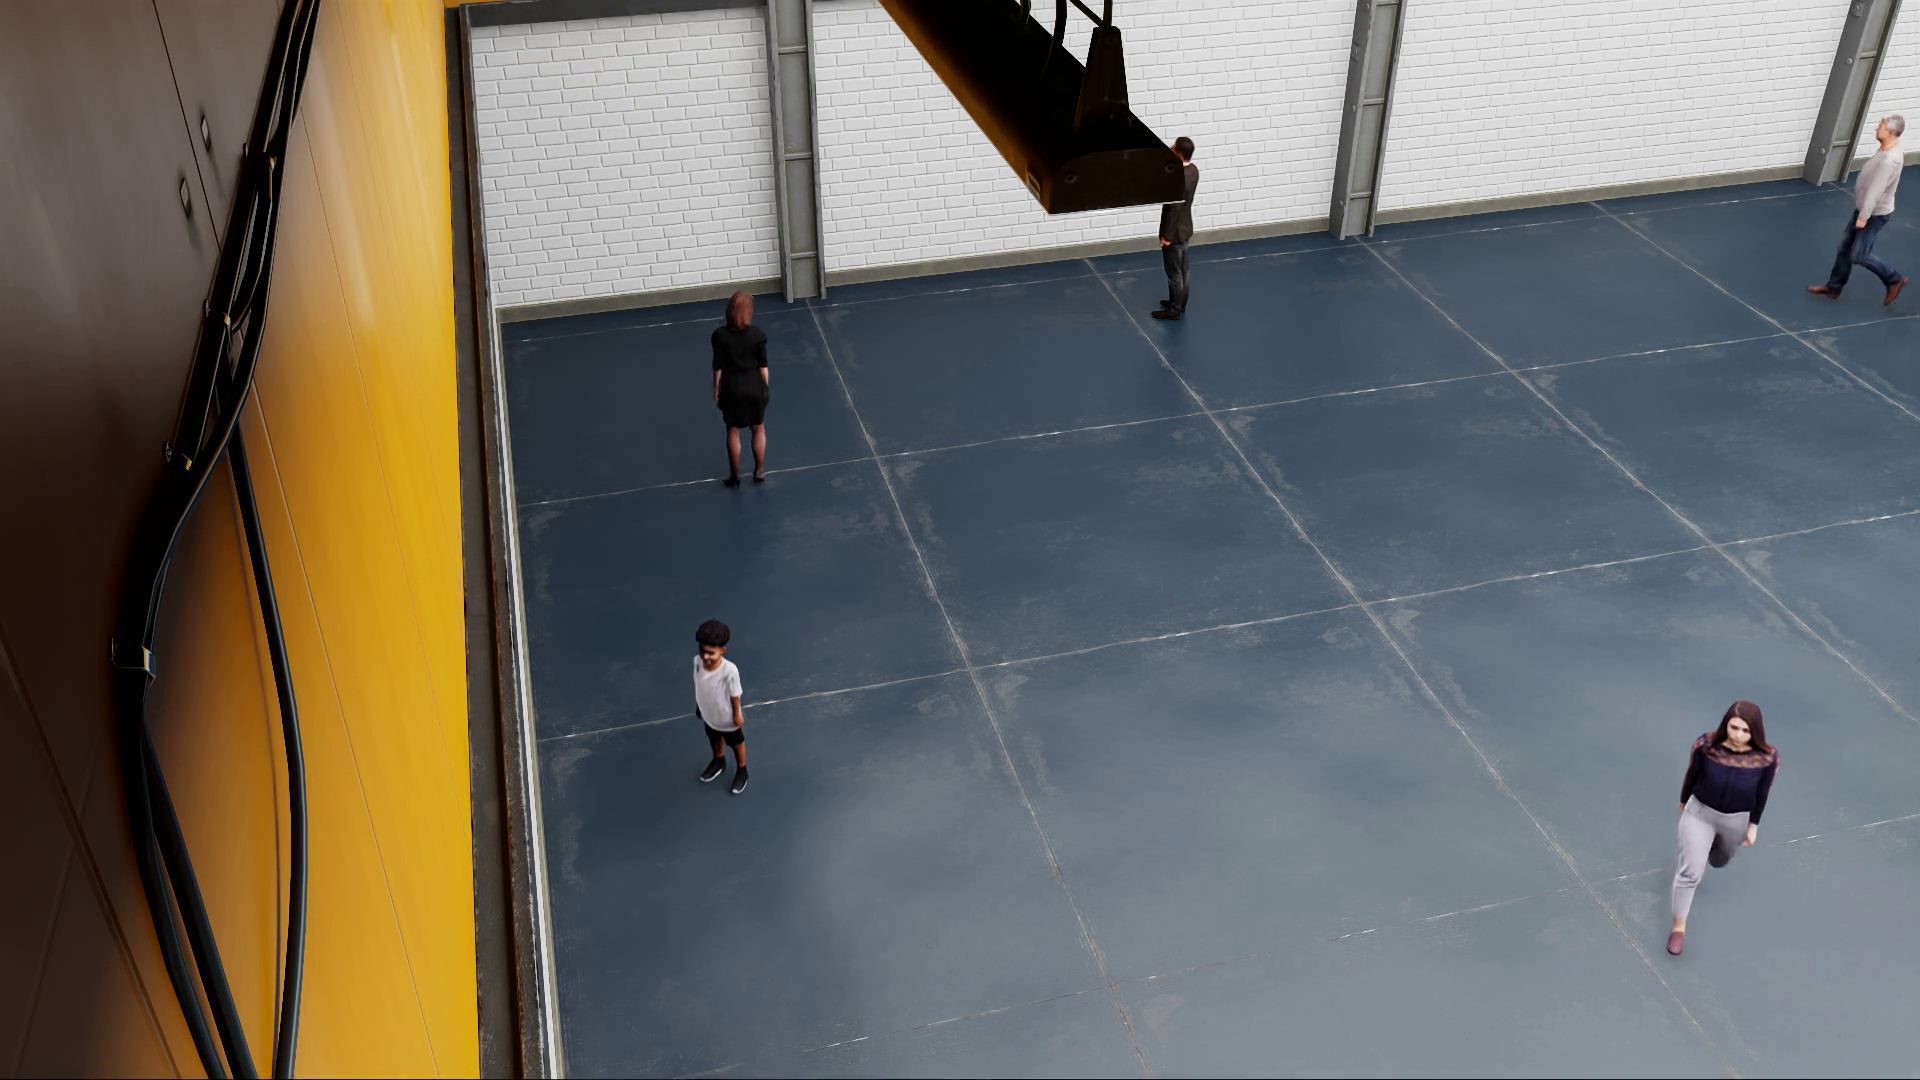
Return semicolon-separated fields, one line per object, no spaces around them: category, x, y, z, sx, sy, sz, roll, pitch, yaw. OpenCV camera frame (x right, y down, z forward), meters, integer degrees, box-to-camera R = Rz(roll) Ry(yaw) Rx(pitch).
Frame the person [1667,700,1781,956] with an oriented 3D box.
person;4.220;1.530;9.271;1.053;1.578;1.013;11;35;17

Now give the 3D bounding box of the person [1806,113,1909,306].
person;8.852;-3.136;16.012;1.216;1.887;1.103;13;36;19

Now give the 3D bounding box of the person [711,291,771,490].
person;-1.754;-1.177;13.236;0.495;1.698;0.693;-7;34;-10

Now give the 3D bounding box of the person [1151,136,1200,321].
person;2.080;-2.975;15.846;0.778;1.802;0.746;14;36;20

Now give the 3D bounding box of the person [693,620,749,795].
person;-1.493;1.013;10.343;0.560;1.253;0.624;16;37;23
